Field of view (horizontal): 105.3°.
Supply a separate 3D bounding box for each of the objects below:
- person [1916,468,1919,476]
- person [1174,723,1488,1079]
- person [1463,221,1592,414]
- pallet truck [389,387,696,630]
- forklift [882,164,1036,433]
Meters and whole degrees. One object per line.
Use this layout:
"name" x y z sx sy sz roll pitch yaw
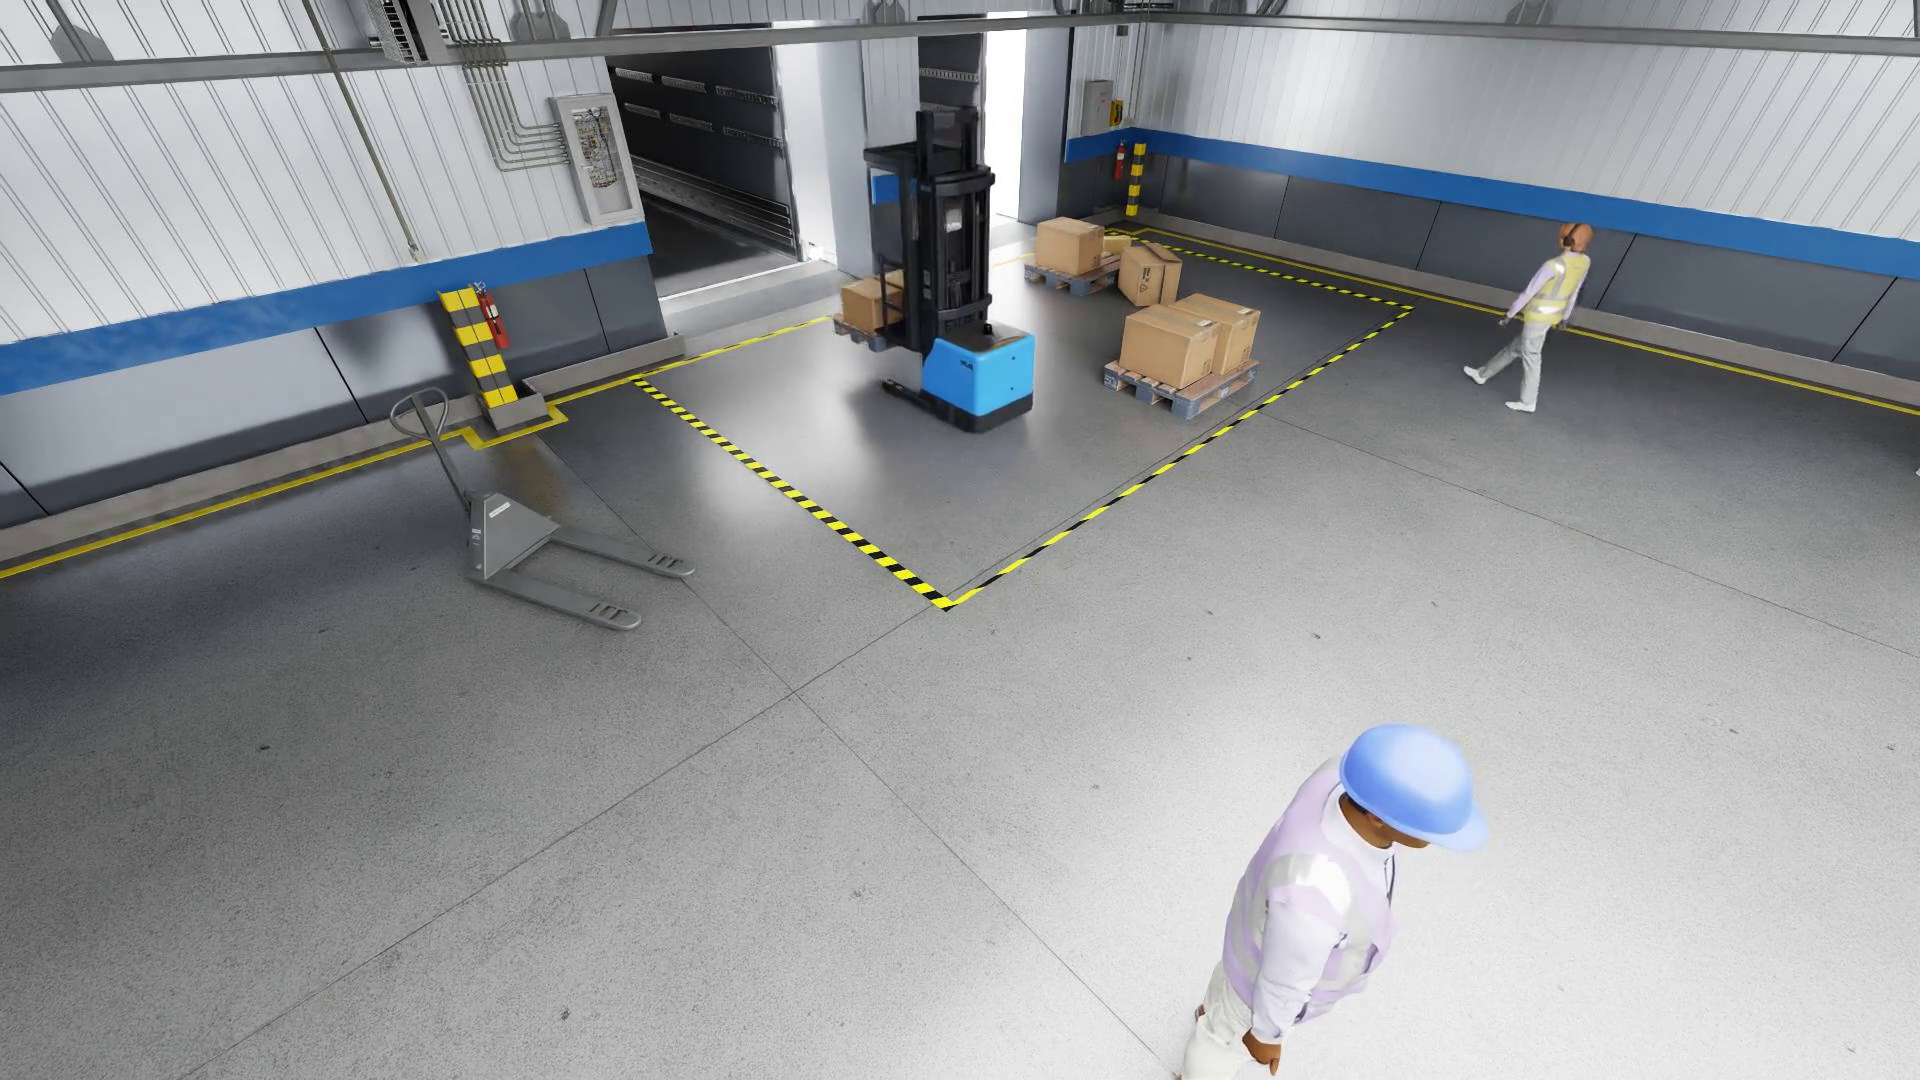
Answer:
"person" 7.929 -1.140 5.335 0.491 1.742 0.321 2 38 3
"person" 0.968 1.196 2.145 0.387 1.949 0.602 23 43 27
"person" 5.133 -2.012 6.579 0.517 1.593 0.850 -15 40 -19
"pallet truck" -2.613 -0.247 4.593 1.601 1.201 0.680 14 40 17
"forklift" 0.118 -2.014 6.223 0.716 2.013 0.776 -30 47 -33
